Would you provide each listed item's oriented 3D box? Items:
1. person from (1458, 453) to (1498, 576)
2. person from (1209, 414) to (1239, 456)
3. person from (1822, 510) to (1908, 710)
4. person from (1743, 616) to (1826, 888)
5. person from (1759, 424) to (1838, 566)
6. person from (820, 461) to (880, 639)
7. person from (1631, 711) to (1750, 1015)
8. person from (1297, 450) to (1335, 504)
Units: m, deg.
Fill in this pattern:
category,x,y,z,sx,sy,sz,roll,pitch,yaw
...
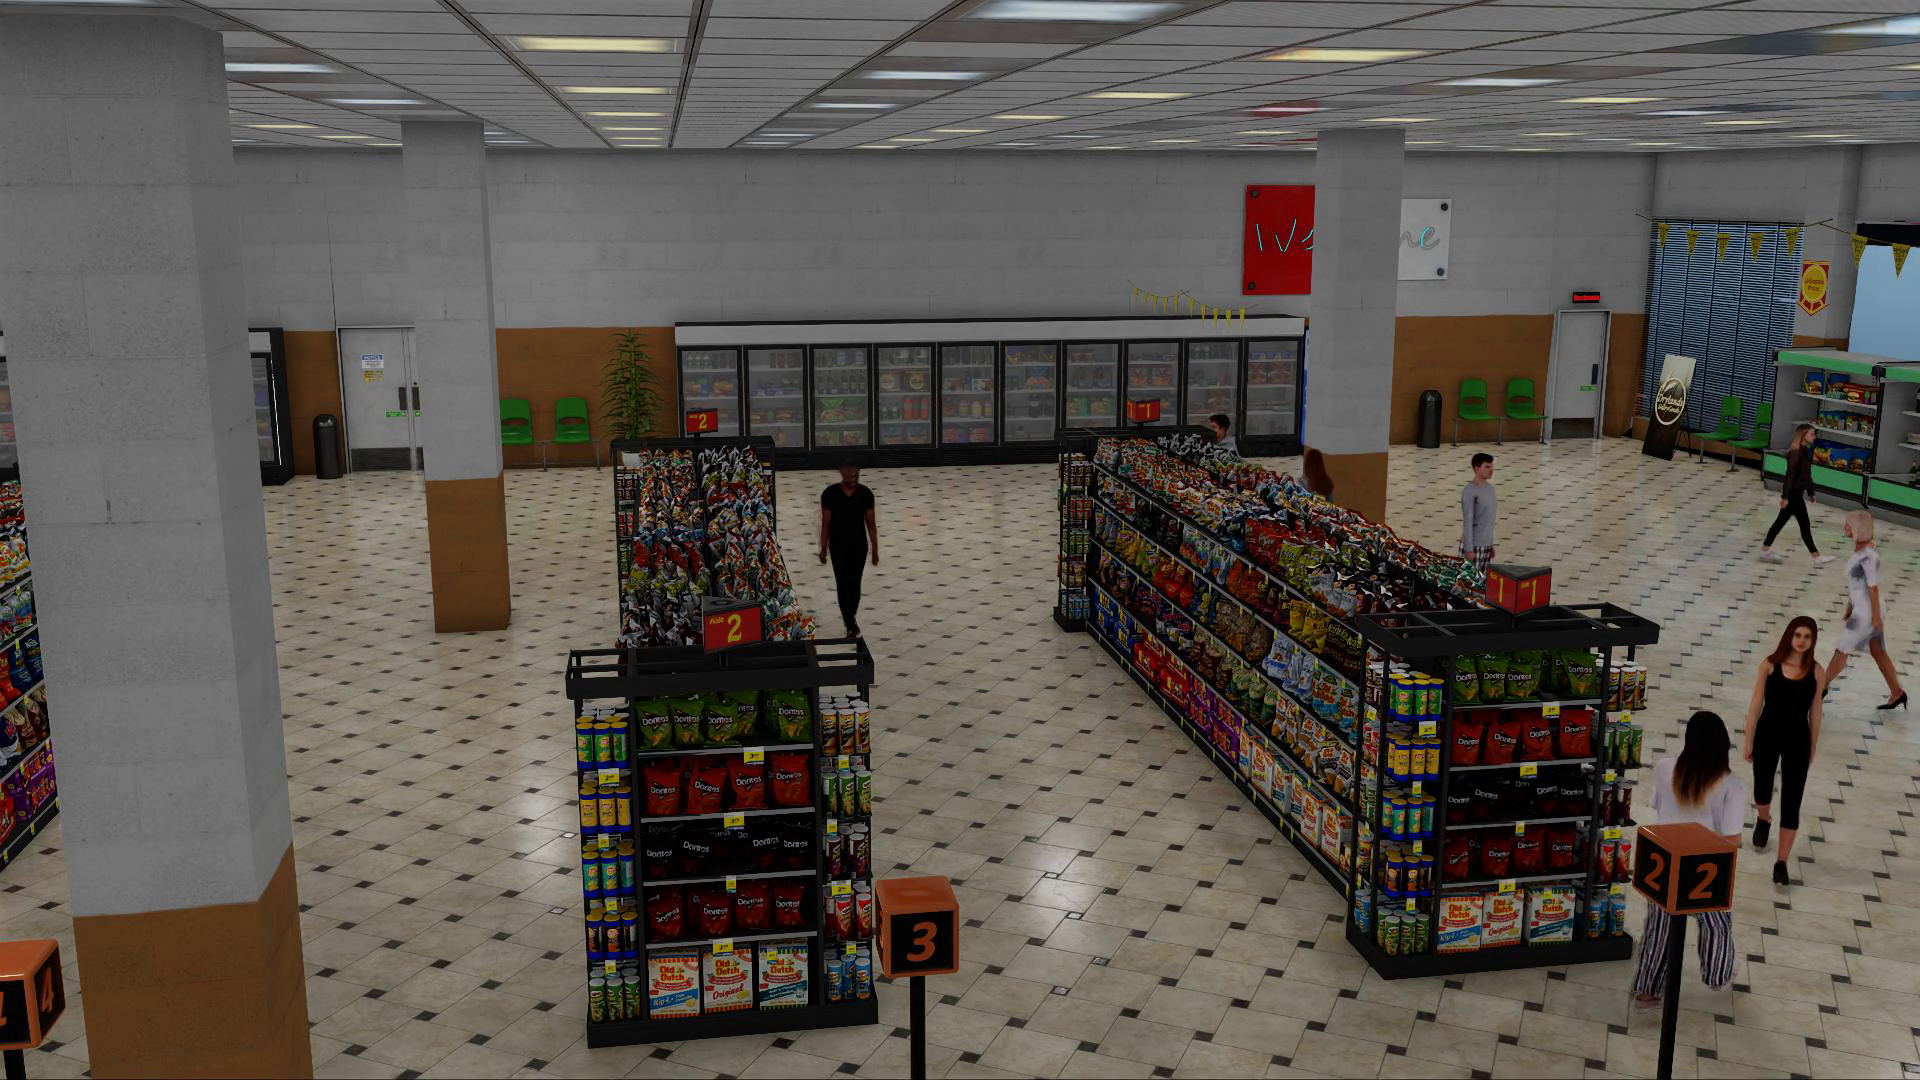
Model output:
category,x,y,z,sx,sy,sz,roll,pitch,yaw
person,5.095,0.051,16.439,0.706,1.847,0.715,-10,16,-41
person,3.013,-0.453,18.781,0.999,1.868,1.251,-6,13,-25
person,7.727,0.647,14.003,1.056,1.683,1.109,4,13,18
person,5.333,1.317,10.801,1.038,1.692,1.167,7,14,29
person,9.759,-0.523,19.630,1.162,1.655,1.051,10,15,40
person,-1.121,0.098,16.402,0.737,1.769,1.027,-3,12,-14
person,3.846,1.753,8.870,1.106,1.635,1.166,-10,15,-39
person,3.770,-0.081,17.462,0.720,1.683,0.713,-8,14,-34
